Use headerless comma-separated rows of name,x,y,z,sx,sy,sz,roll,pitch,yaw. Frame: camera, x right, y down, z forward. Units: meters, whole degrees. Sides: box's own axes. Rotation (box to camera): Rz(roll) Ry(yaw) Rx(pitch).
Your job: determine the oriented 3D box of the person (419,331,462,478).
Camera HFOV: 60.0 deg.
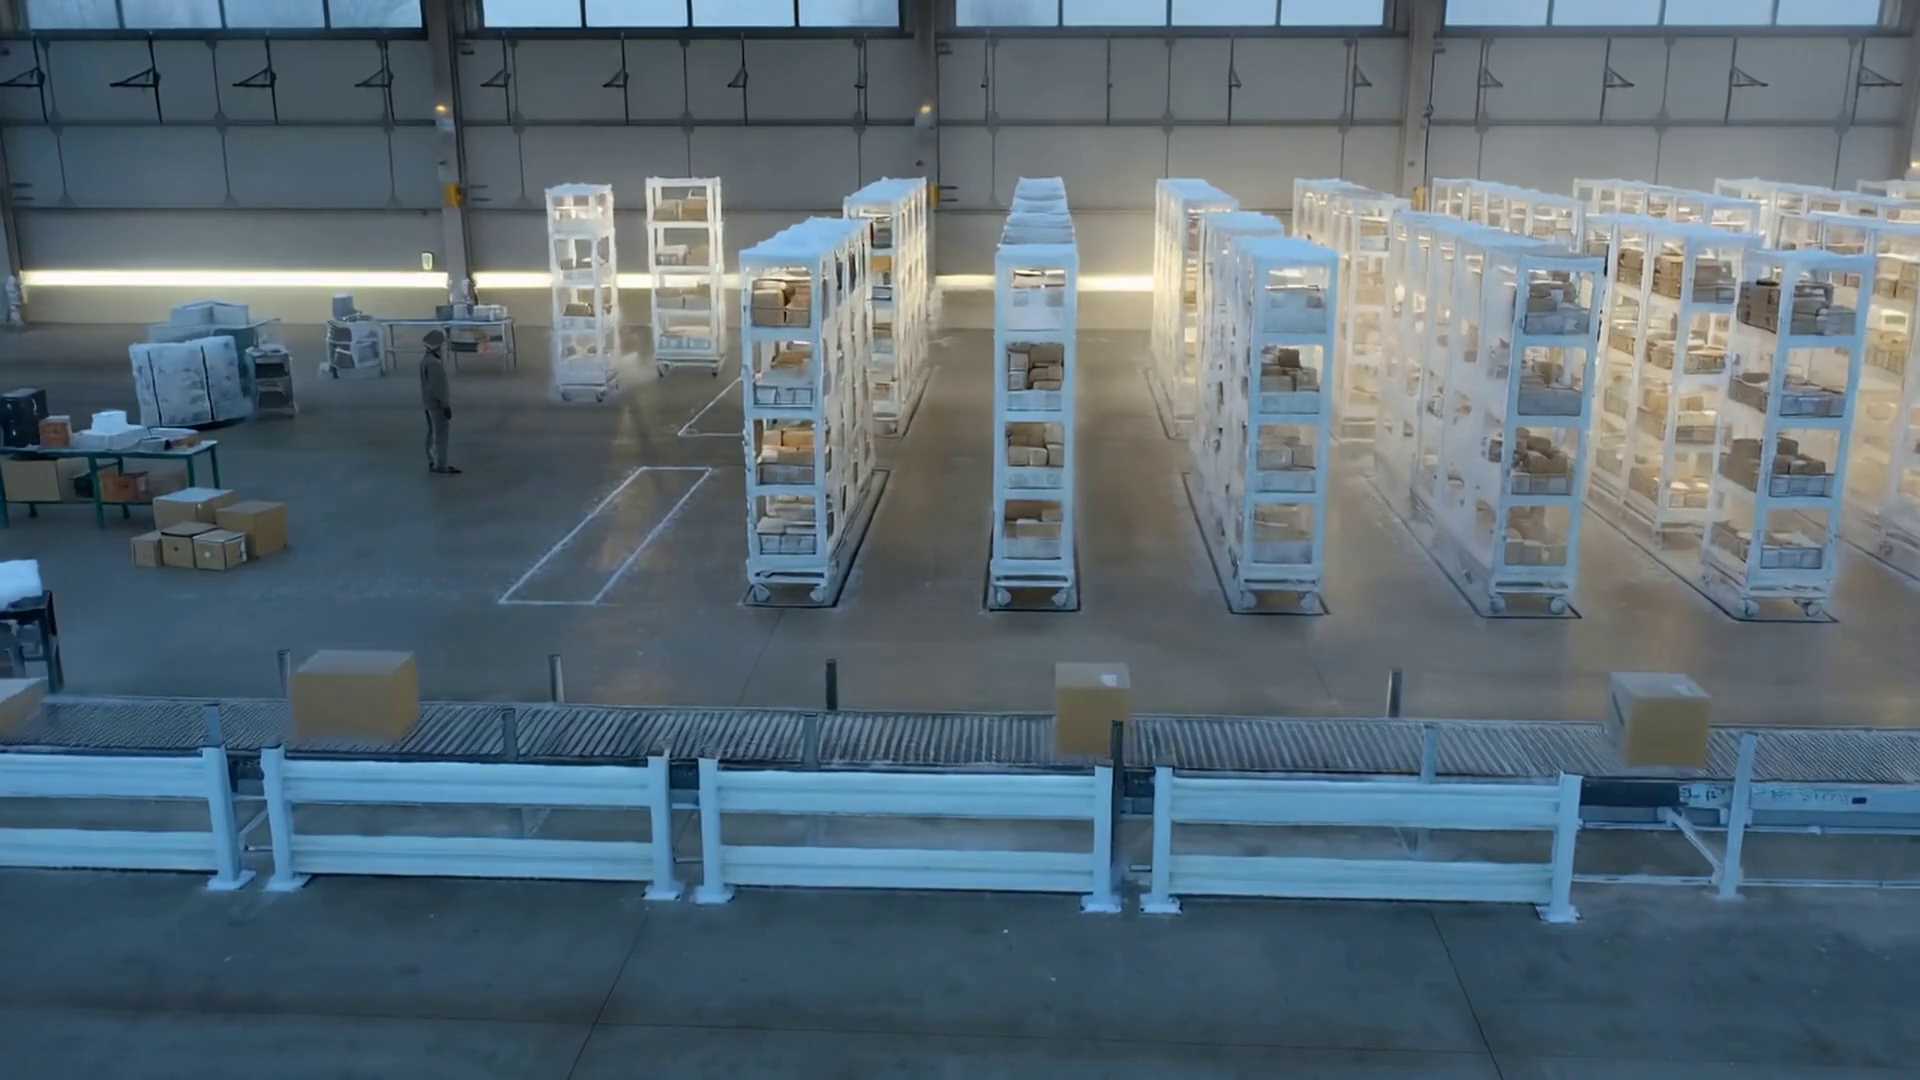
person,-7.091,-1.839,22.588,0.386,1.992,0.622,-13,20,-41
